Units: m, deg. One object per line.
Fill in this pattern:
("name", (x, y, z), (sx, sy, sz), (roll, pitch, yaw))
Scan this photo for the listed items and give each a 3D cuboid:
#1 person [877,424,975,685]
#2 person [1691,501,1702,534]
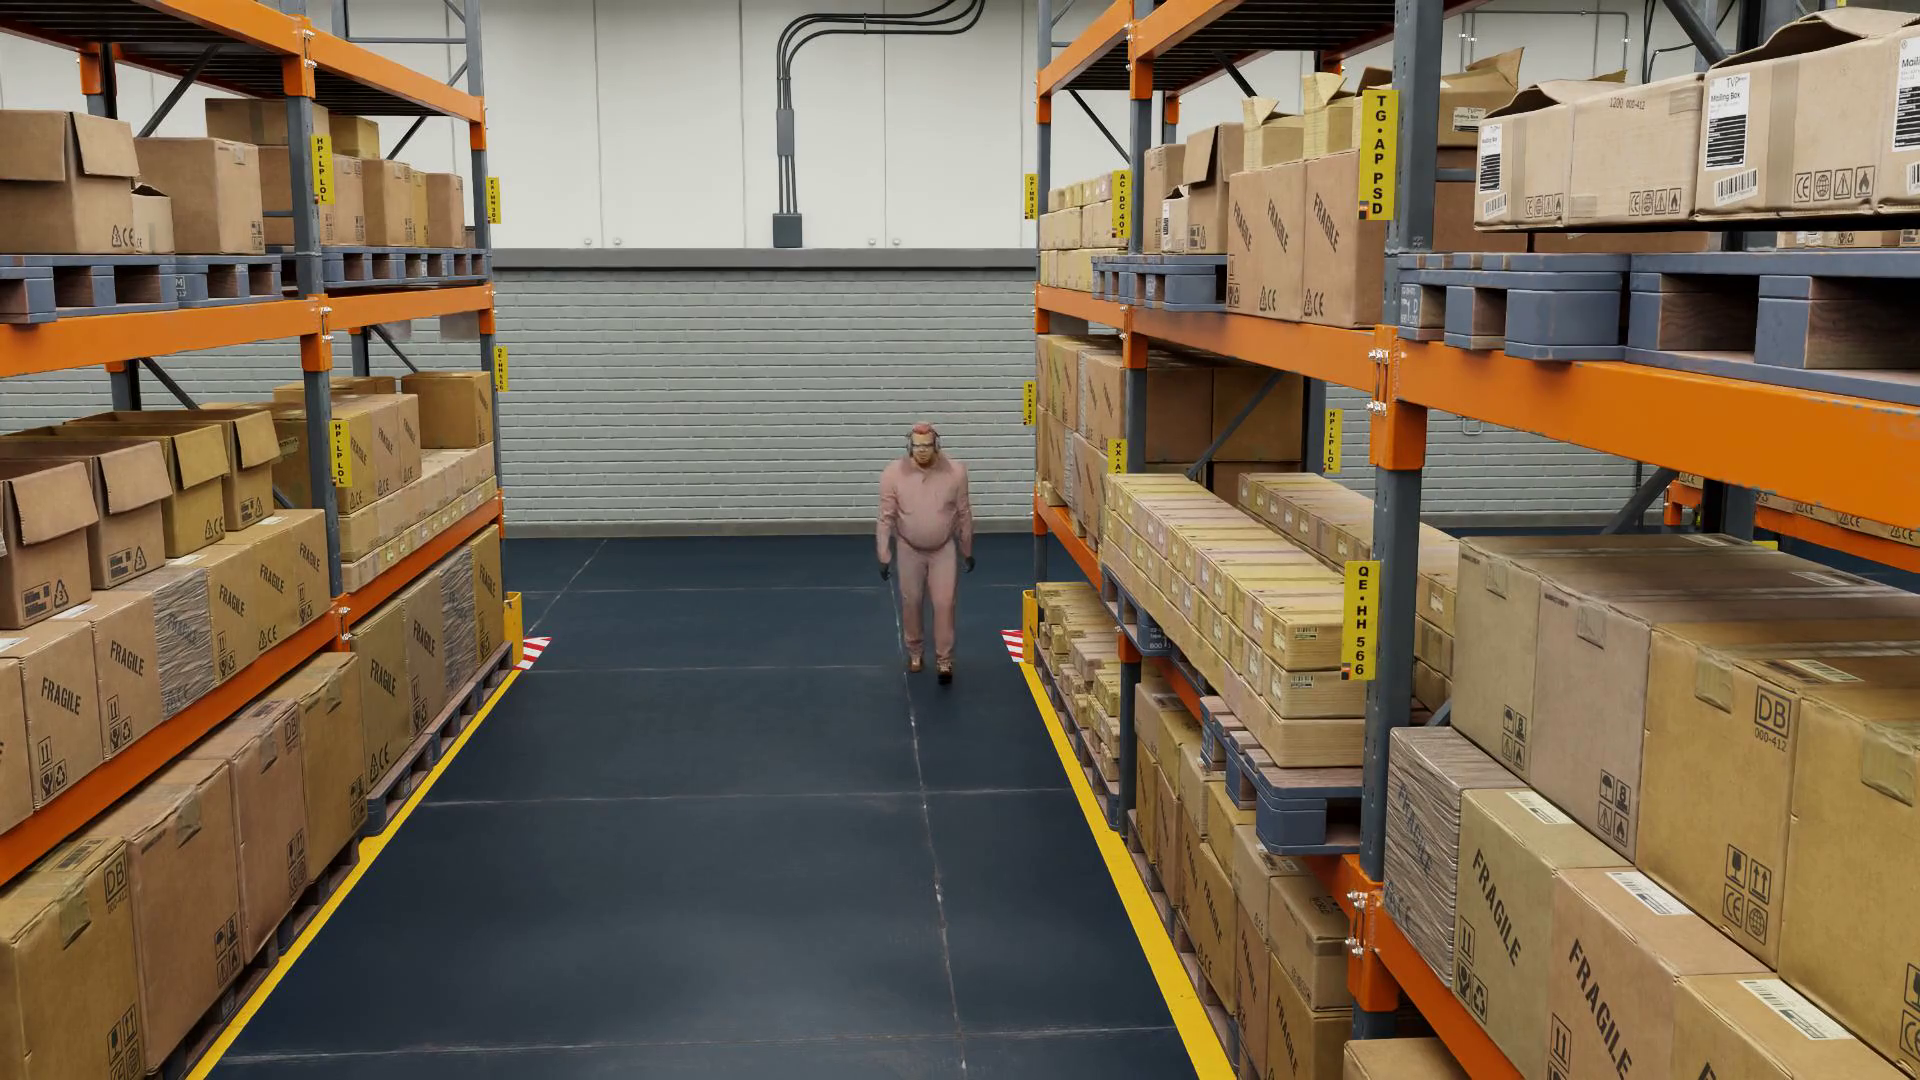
("person", (-0.242, 0.103, 11.877), (0.698, 1.853, 0.991), (0, 10, -1))
("person", (3.863, 0.709, 8.383), (0.598, 1.823, 0.540), (8, 13, 40))
